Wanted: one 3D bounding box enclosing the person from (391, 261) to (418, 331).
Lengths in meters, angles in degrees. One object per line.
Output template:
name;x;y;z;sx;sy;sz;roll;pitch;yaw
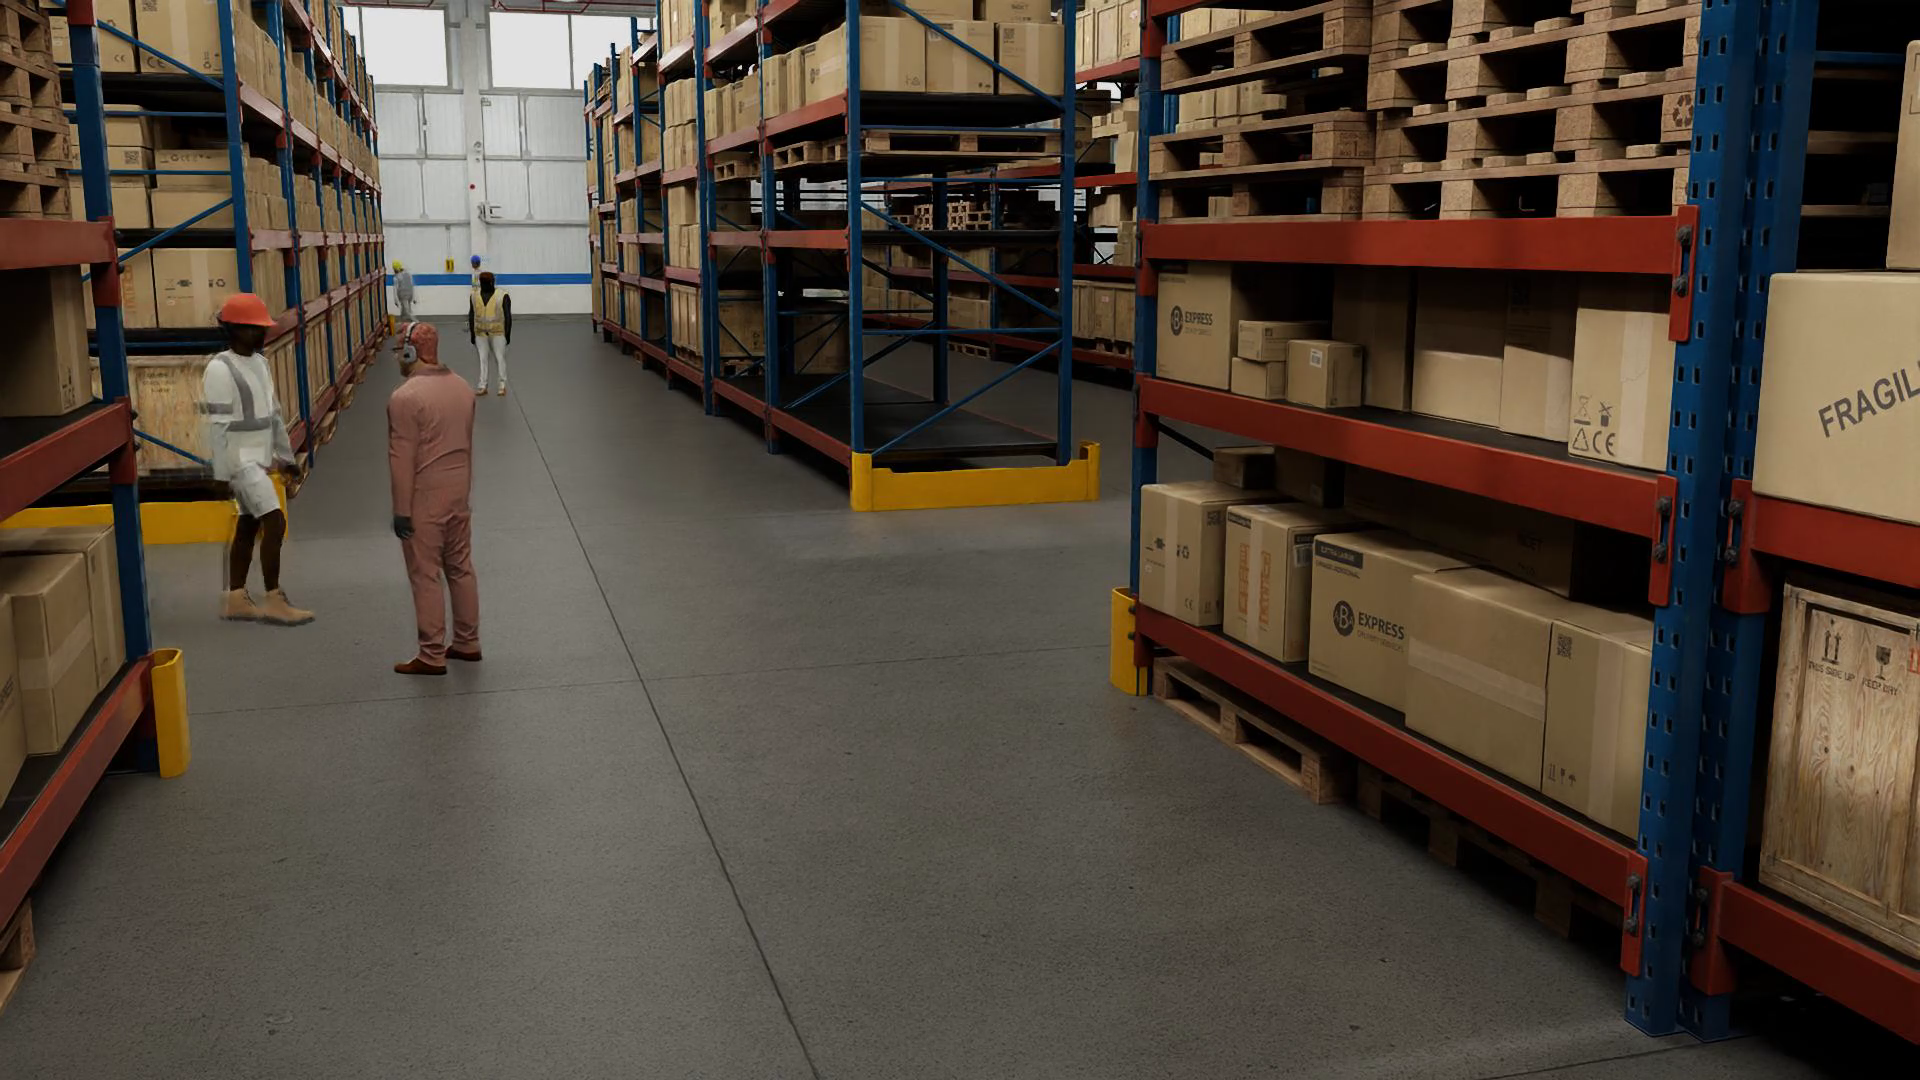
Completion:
person;-13.442;-5.878;40.368;0.908;1.772;0.644;4;11;19

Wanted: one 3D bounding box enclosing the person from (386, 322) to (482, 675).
person;-2.877;-0.224;9.002;0.399;1.899;0.649;3;11;18

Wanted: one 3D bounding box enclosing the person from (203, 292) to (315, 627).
person;-4.185;-0.475;10.056;0.763;2.019;0.610;0;10;-2

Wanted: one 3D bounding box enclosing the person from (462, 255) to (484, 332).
person;-11.880;-6.117;41.289;0.964;1.910;0.606;-4;11;-22

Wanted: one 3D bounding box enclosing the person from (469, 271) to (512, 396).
person;-6.964;-3.050;24.647;0.627;1.840;0.429;1;10;4

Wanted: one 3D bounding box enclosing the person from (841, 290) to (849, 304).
person;-2.871;-6.539;44.007;0.561;1.752;0.324;4;11;22

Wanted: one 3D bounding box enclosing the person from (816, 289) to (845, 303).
person;-2.302;-3.873;29.461;0.528;1.739;0.578;0;10;0
